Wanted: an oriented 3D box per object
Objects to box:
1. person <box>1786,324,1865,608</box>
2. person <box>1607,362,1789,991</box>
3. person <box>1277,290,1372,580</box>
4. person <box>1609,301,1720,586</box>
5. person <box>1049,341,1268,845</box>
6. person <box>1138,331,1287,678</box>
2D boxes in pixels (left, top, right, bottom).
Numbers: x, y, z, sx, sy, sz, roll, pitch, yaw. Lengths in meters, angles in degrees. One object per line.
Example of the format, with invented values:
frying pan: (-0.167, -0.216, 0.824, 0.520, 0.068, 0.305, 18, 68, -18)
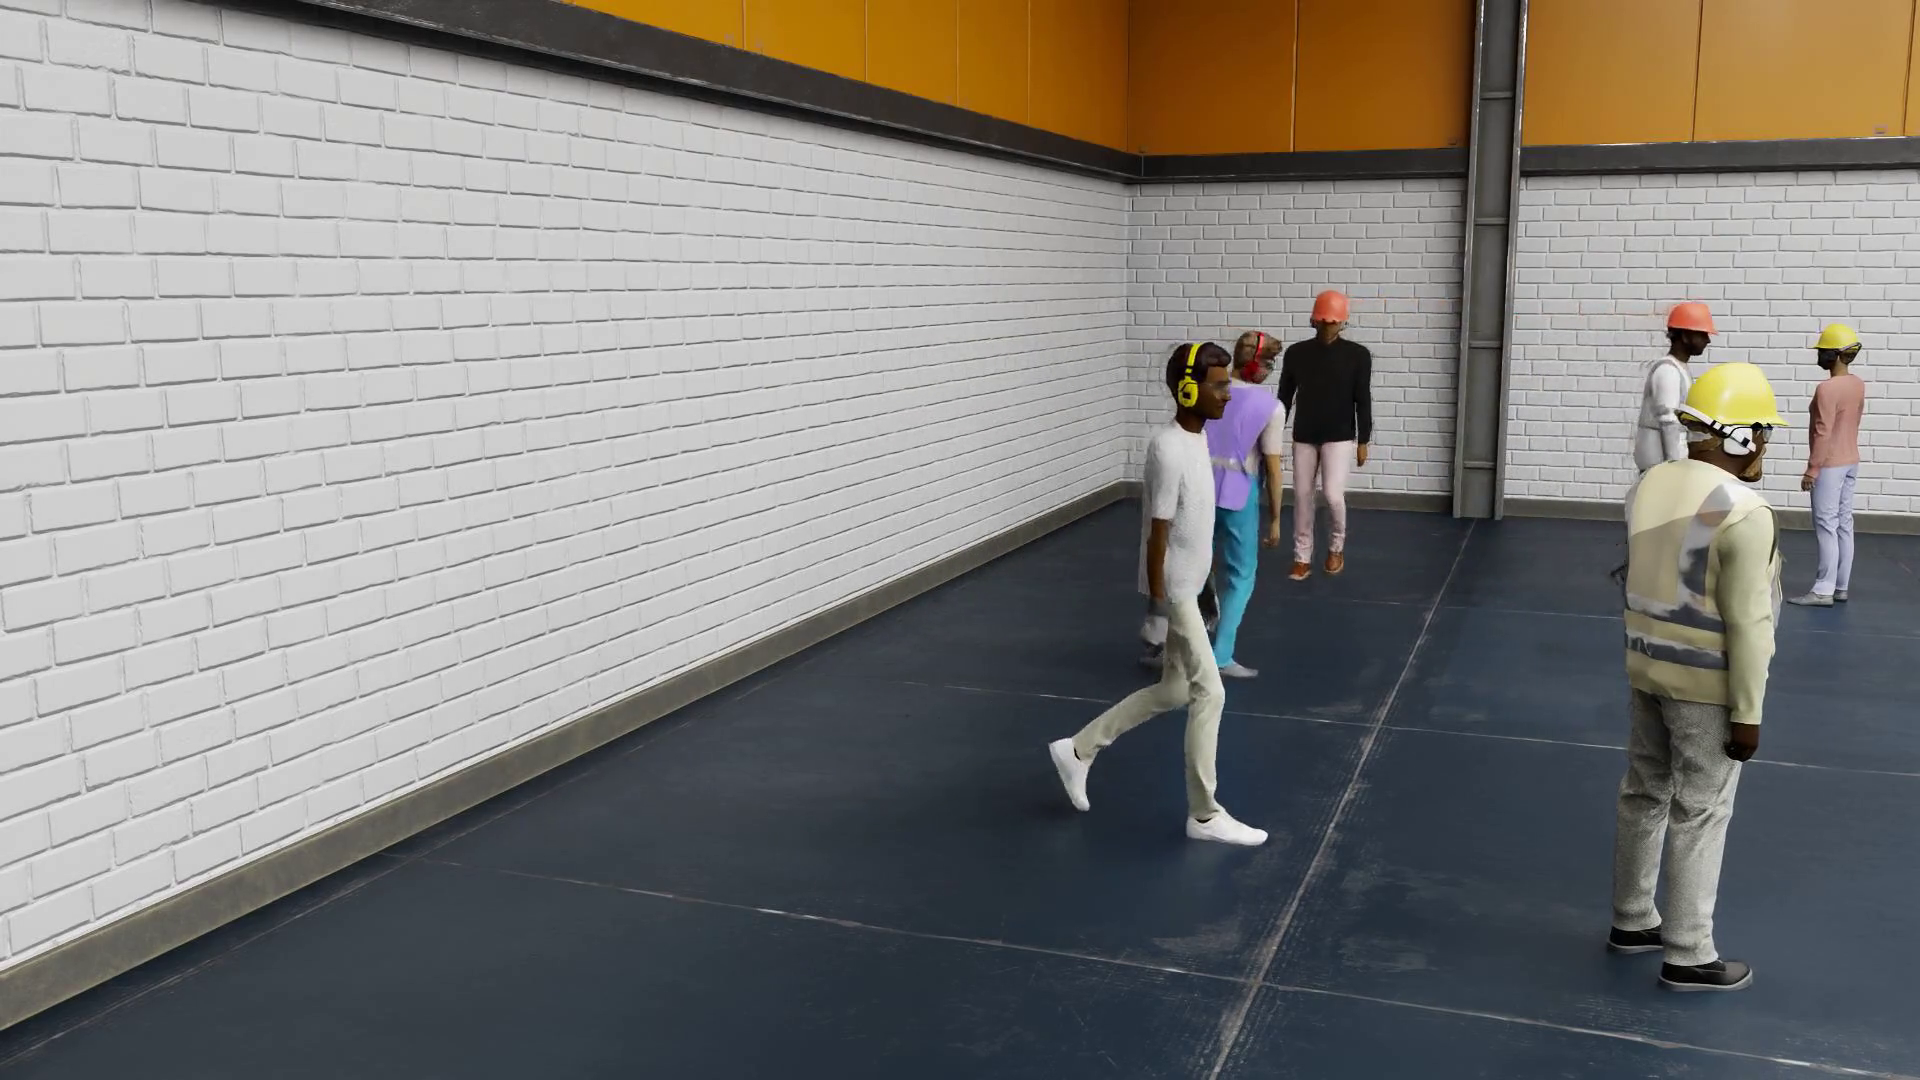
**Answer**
person: (5.437, -0.460, 10.406, 0.523, 1.769, 0.313, -7, 12, -39)
person: (2.155, 0.398, 4.851, 0.403, 1.825, 0.592, -2, 9, -11)
person: (2.416, -0.687, 11.183, 0.649, 1.967, 0.469, 5, 10, 29)
person: (4.272, -0.474, 10.015, 0.449, 1.917, 0.563, 6, 11, 33)
person: (0.737, 0.188, 6.110, 0.778, 1.842, 0.520, 2, 9, 14)
person: (1.291, -0.164, 8.484, 0.765, 1.792, 0.369, 6, 11, 32)
